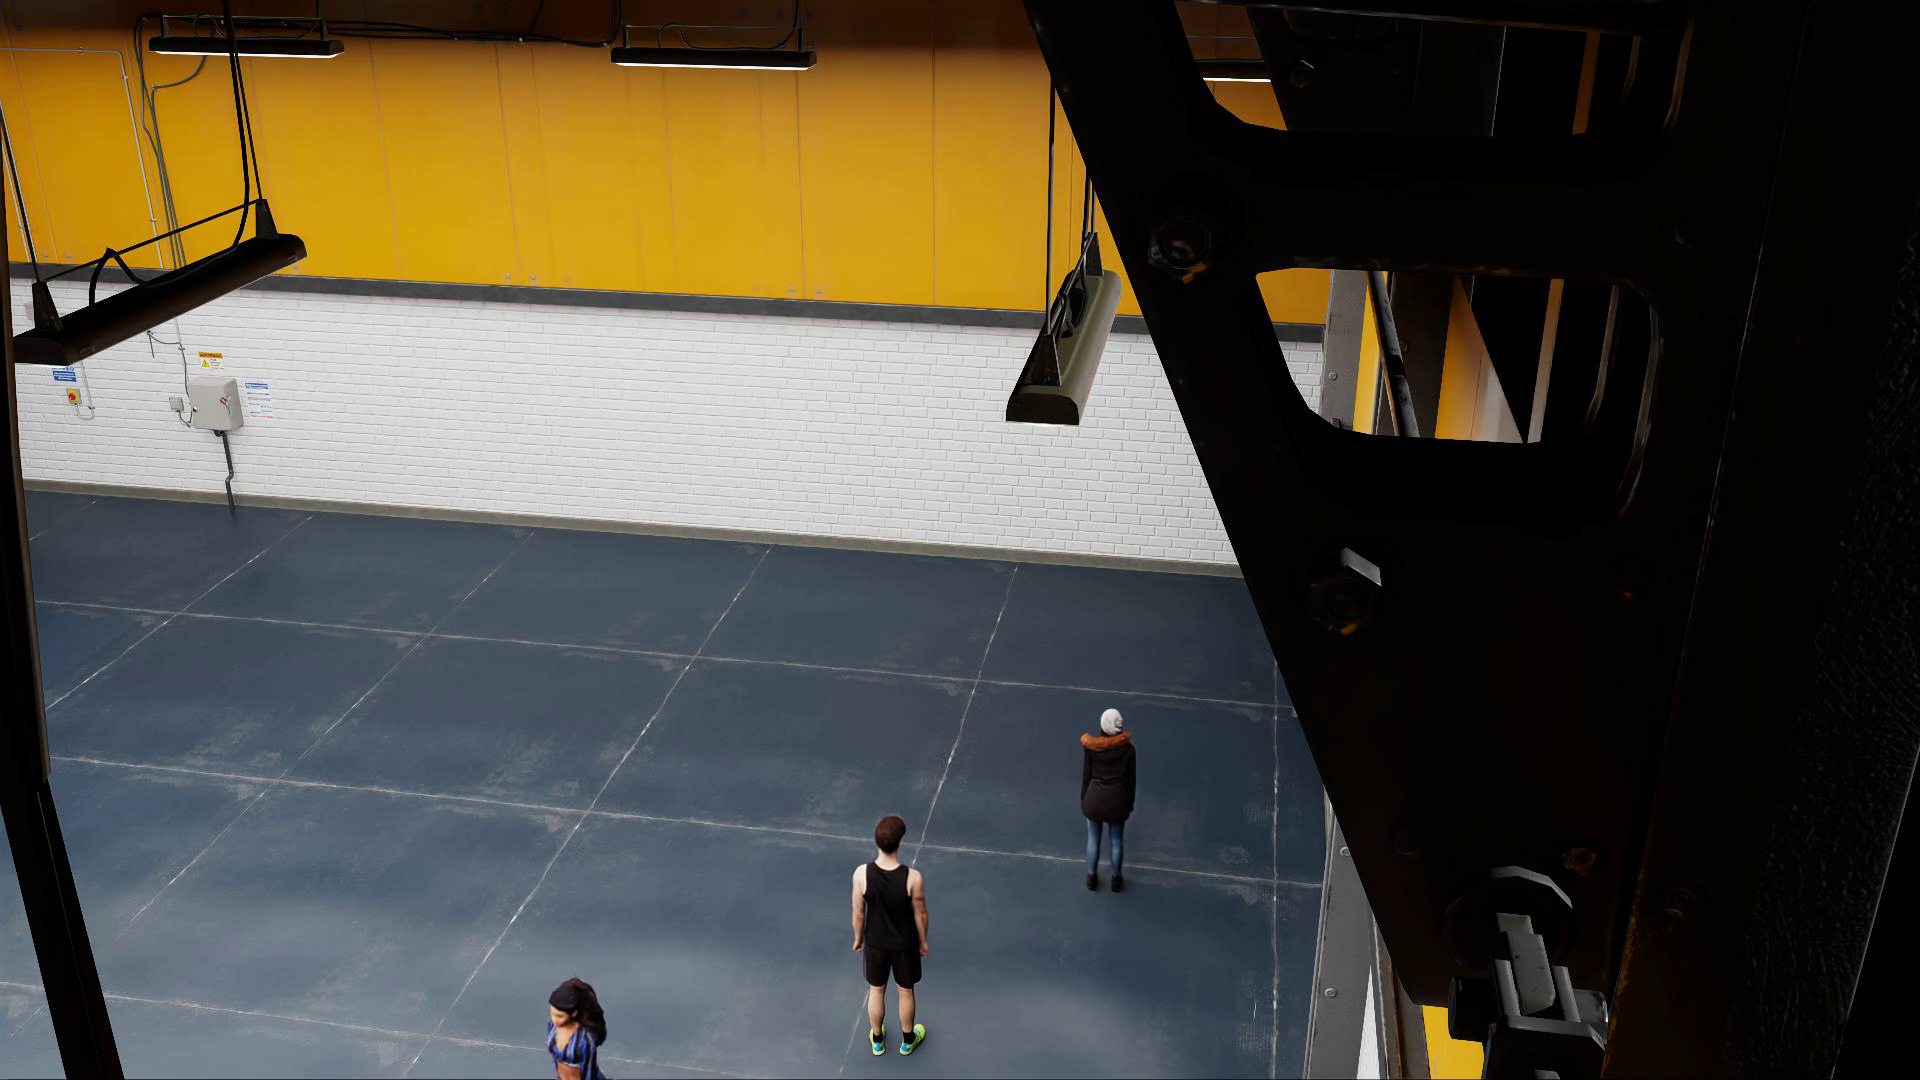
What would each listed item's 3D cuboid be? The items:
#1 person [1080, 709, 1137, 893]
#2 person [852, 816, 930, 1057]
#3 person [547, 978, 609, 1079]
[{"bbox_3d":[1.182,2.091,13.401,0.634,1.634,0.621,1,24,3],"label":"person"},{"bbox_3d":[-0.483,2.761,11.546,0.704,1.891,0.591,2,24,5],"label":"person"},{"bbox_3d":[-2.325,3.406,10.456,0.815,1.582,1.057,12,26,25],"label":"person"}]
